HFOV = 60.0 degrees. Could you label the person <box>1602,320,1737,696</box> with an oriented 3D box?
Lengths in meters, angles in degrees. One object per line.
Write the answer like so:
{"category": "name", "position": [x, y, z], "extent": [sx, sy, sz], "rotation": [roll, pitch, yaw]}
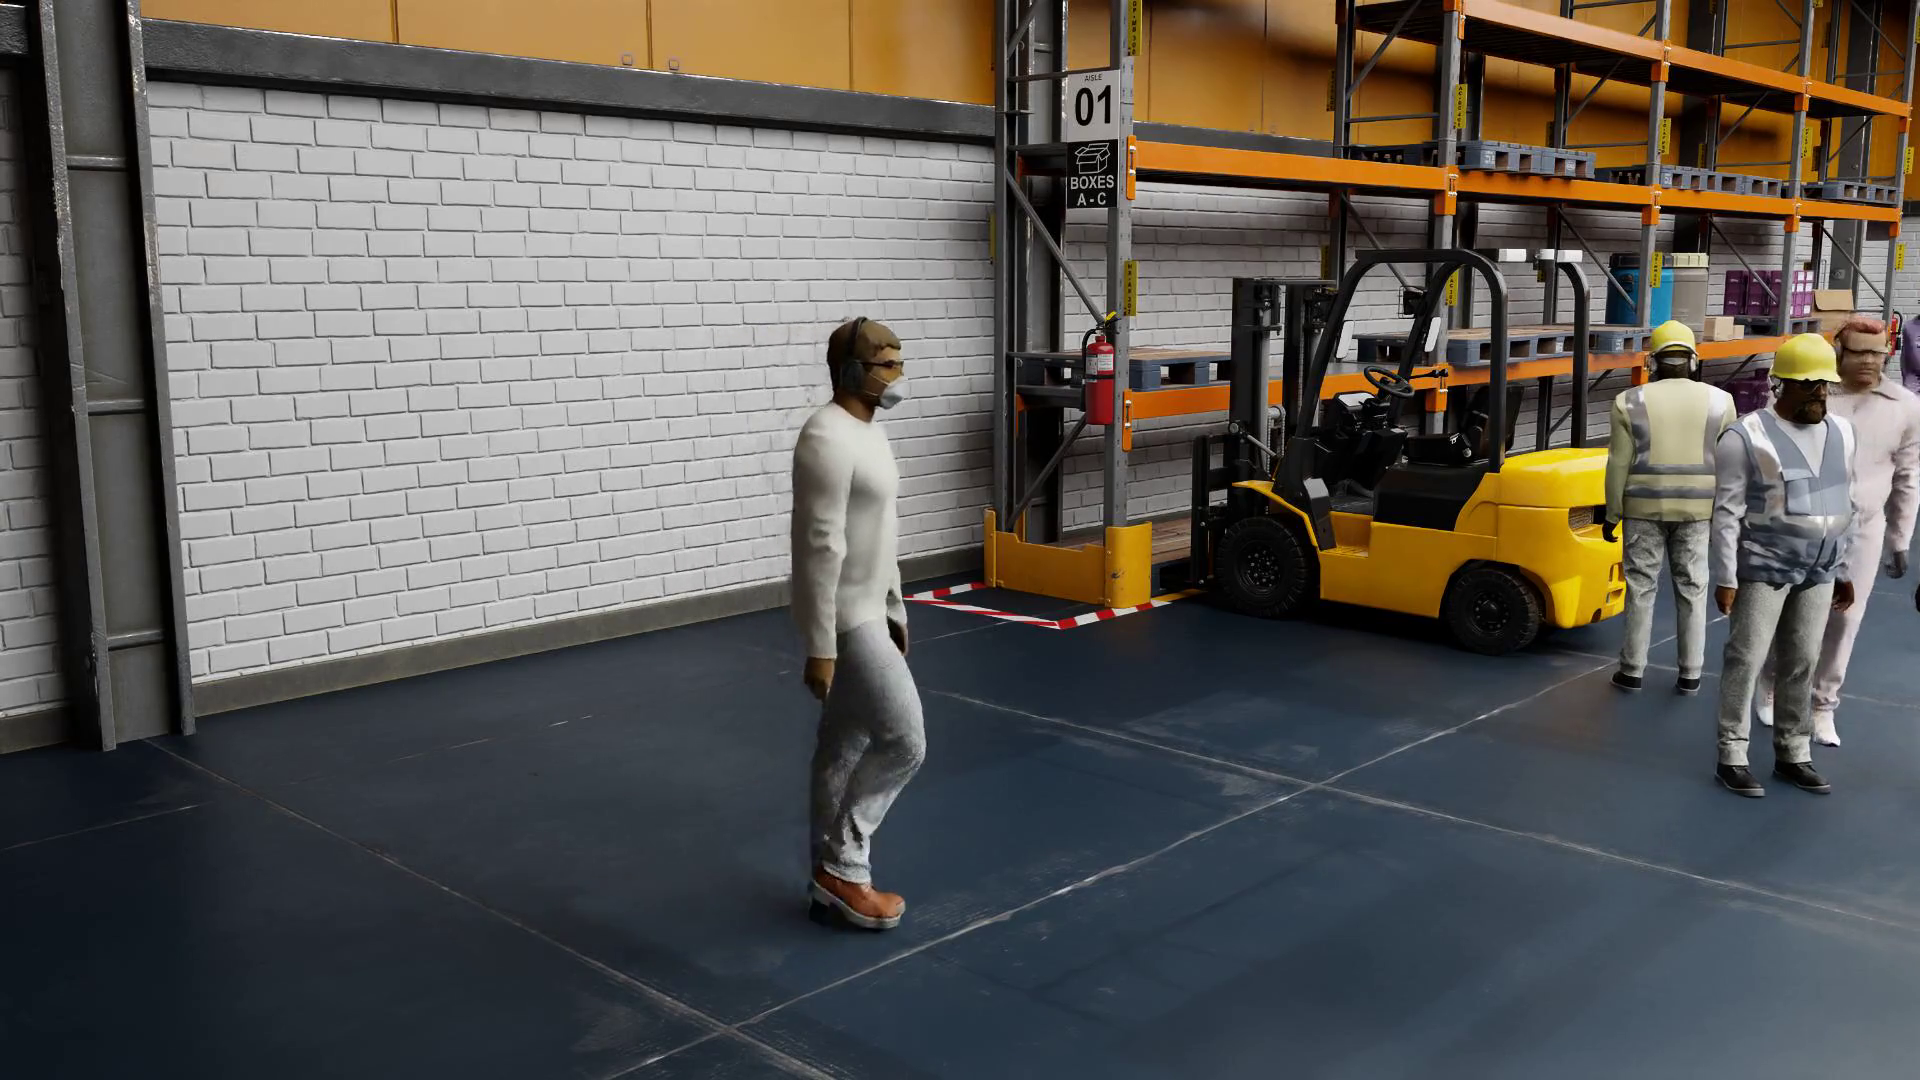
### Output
{"category": "person", "position": [3.423, -0.145, 8.072], "extent": [0.588, 1.823, 0.403], "rotation": [2, 9, 12]}

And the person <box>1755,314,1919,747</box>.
{"category": "person", "position": [3.790, -0.032, 7.225], "extent": [0.681, 1.880, 0.418], "rotation": [1, 9, 8]}

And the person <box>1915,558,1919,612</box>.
{"category": "person", "position": [3.931, 0.112, 6.233], "extent": [0.596, 1.907, 0.476], "rotation": [4, 10, 21]}

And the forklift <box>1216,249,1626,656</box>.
{"category": "forklift", "position": [2.710, -0.584, 9.626], "extent": [2.313, 2.155, 1.214], "rotation": [9, 13, 43]}

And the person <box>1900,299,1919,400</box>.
{"category": "person", "position": [10.337, -1.734, 17.736], "extent": [0.992, 1.855, 0.645], "rotation": [-8, 12, -41]}

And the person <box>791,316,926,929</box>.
{"category": "person", "position": [-0.287, 0.273, 5.191], "extent": [0.481, 1.922, 0.654], "rotation": [1, 9, 6]}

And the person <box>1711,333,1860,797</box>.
{"category": "person", "position": [3.242, 0.106, 6.533], "extent": [0.593, 1.826, 0.403], "rotation": [-2, 9, -10]}
